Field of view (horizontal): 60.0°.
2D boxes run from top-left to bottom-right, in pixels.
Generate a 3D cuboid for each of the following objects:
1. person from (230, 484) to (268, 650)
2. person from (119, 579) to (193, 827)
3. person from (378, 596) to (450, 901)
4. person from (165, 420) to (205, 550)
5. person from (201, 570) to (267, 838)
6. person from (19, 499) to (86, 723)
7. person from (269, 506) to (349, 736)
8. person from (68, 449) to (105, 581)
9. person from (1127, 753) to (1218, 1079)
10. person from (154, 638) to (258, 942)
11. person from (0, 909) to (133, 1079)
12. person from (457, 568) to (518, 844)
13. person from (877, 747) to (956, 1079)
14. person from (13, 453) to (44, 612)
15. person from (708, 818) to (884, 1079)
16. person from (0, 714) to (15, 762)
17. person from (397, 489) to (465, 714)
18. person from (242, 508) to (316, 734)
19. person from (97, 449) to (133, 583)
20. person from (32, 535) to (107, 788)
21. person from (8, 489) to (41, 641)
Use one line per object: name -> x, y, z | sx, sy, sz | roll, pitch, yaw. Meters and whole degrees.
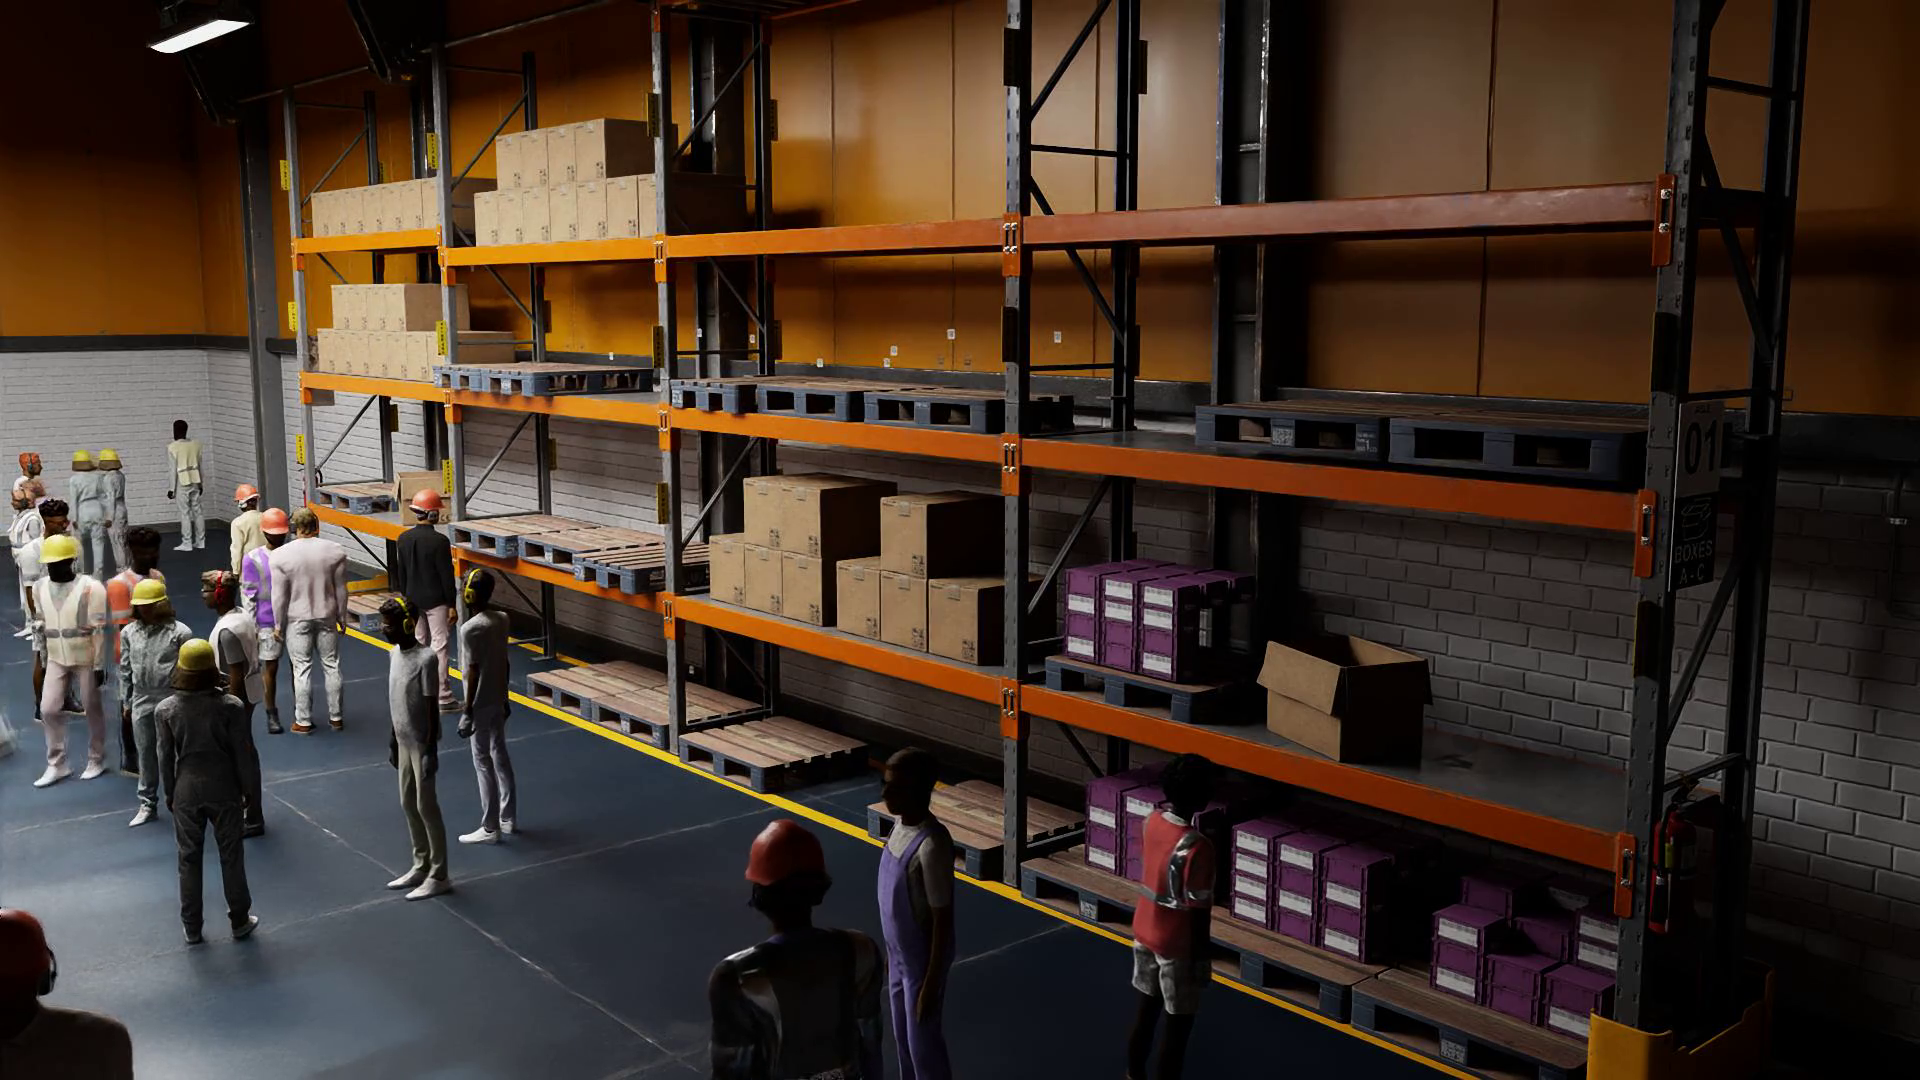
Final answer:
person -> -7.405, 0.286, 17.406 | 0.354, 1.739, 0.572 | 3, 9, 21
person -> -5.568, 1.127, 11.547 | 0.494, 1.741, 0.308 | -1, 8, -6
person -> -3.364, 1.265, 10.212 | 0.532, 1.855, 0.347 | 8, 11, 42
person -> -11.319, -0.800, 24.330 | 0.393, 1.919, 0.590 | 4, 9, 24
person -> -4.913, 1.109, 11.311 | 0.375, 1.844, 0.567 | -3, 9, -19
person -> -7.832, 0.608, 14.435 | 0.381, 1.956, 0.602 | 2, 8, 15
person -> -5.463, 0.679, 13.988 | 0.628, 1.939, 0.373 | -6, 10, -36
person -> -11.373, -0.316, 21.622 | 0.549, 1.726, 0.500 | 6, 10, 35
person -> 0.949, 1.765, 7.324 | 0.322, 1.685, 0.547 | -3, 9, -22
person -> -4.299, 1.420, 9.498 | 0.487, 1.746, 0.287 | -2, 8, -15
person -> -2.642, 1.990, 4.717 | 0.617, 1.984, 0.408 | -3, 9, -21
person -> -3.208, 1.113, 11.203 | 0.312, 1.869, 0.535 | 2, 9, 16
person -> -0.197, 1.750, 6.858 | 0.337, 1.845, 0.514 | -3, 9, -20
person -> -10.937, -0.092, 19.574 | 0.354, 1.877, 0.574 | -6, 10, -37
person -> -0.520, 1.899, 5.285 | 0.639, 2.014, 0.549 | -6, 10, -34
person -> -7.796, 0.879, 12.823 | 0.594, 1.895, 0.969 | 2, 8, 11
person -> -4.681, 0.546, 14.707 | 0.609, 1.995, 0.376 | 4, 9, 26
person -> -5.733, 0.680, 14.044 | 0.548, 1.924, 0.387 | -7, 11, -41
person -> -10.978, -0.316, 21.572 | 0.320, 1.742, 0.492 | -1, 8, -7
person -> -6.701, 0.908, 12.494 | 0.606, 1.900, 0.717 | 0, 8, 3
person -> -10.047, 0.257, 17.940 | 0.514, 1.642, 0.310 | 7, 11, 42
